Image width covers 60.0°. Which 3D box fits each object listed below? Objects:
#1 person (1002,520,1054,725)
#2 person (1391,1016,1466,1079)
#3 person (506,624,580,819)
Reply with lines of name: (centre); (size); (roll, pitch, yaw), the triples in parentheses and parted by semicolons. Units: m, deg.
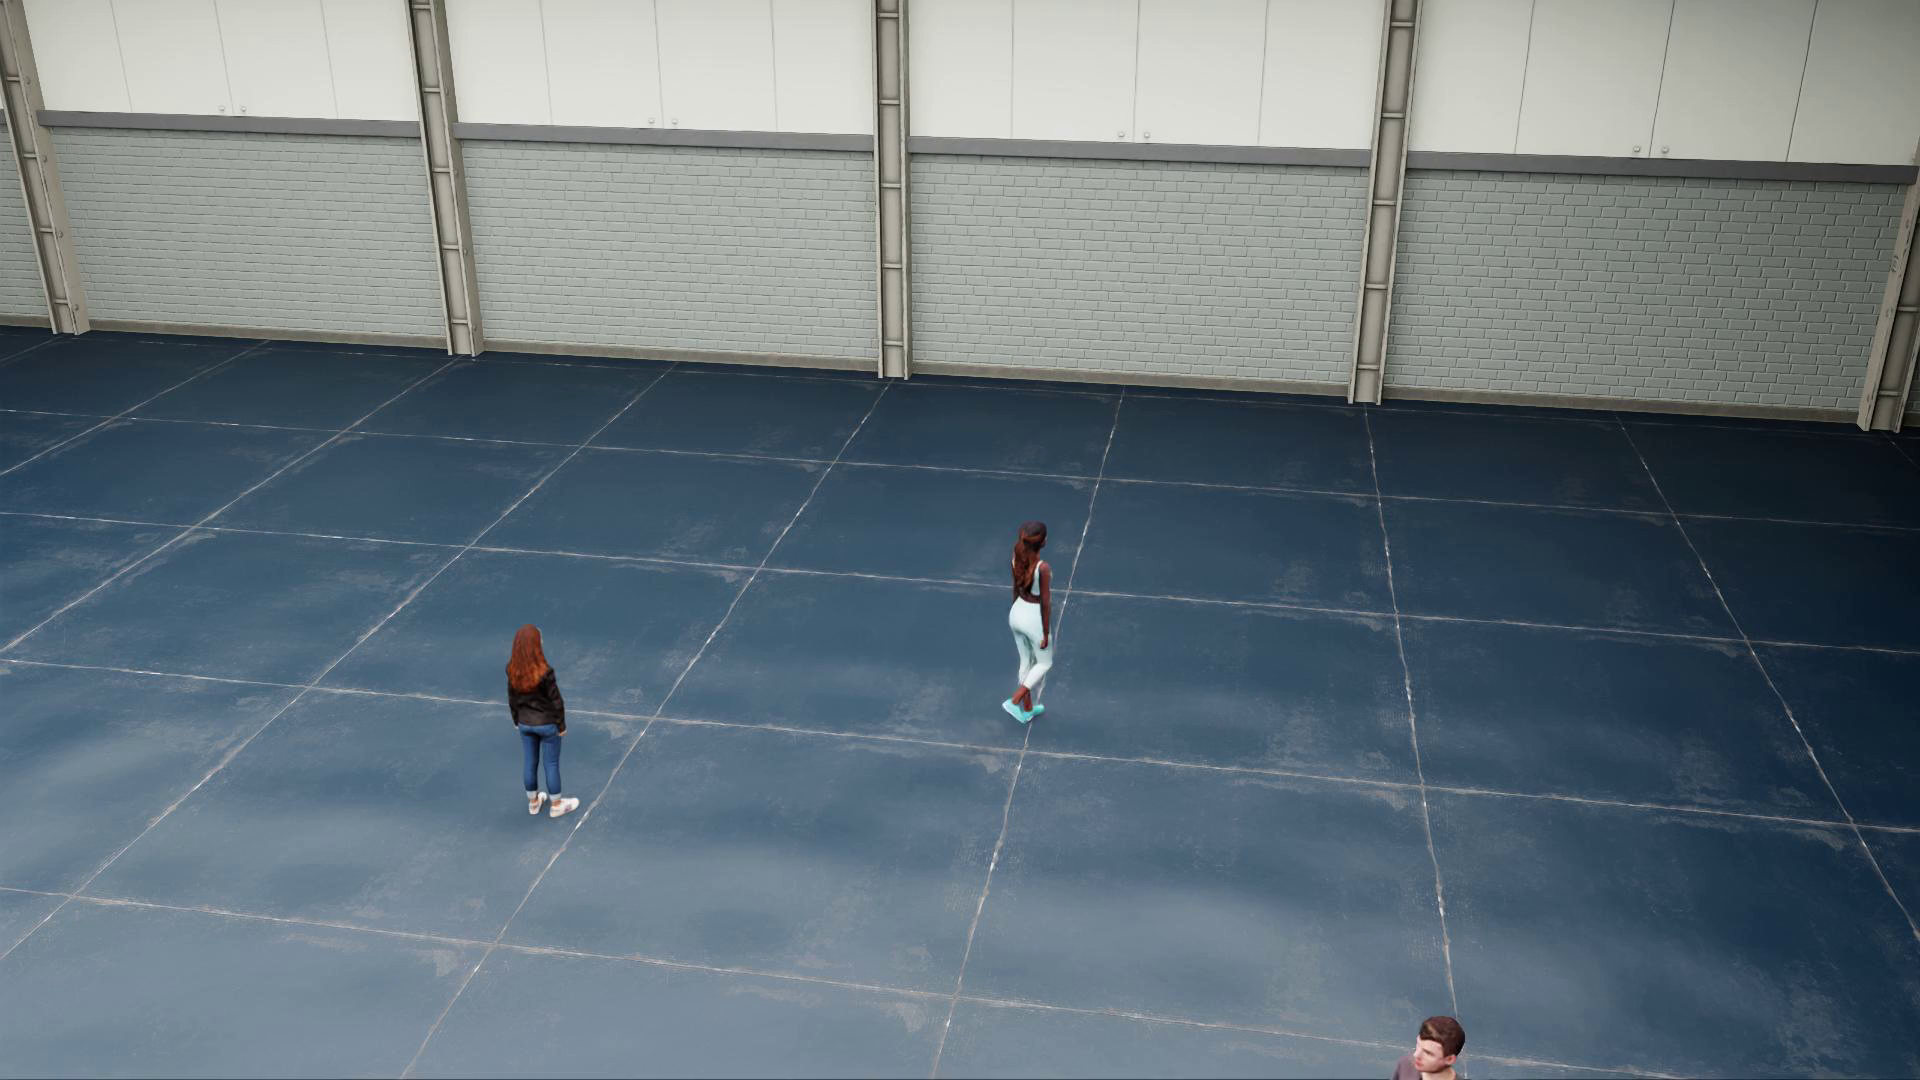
person: (0.491, 0.680, 12.919); (0.829, 1.713, 0.846); (20, 30, 39)
person: (2.185, 2.911, 7.564); (1.294, 1.799, 1.135); (-11, 25, -23)
person: (-3.000, 1.279, 11.806); (0.464, 1.483, 0.645); (7, 24, 16)
